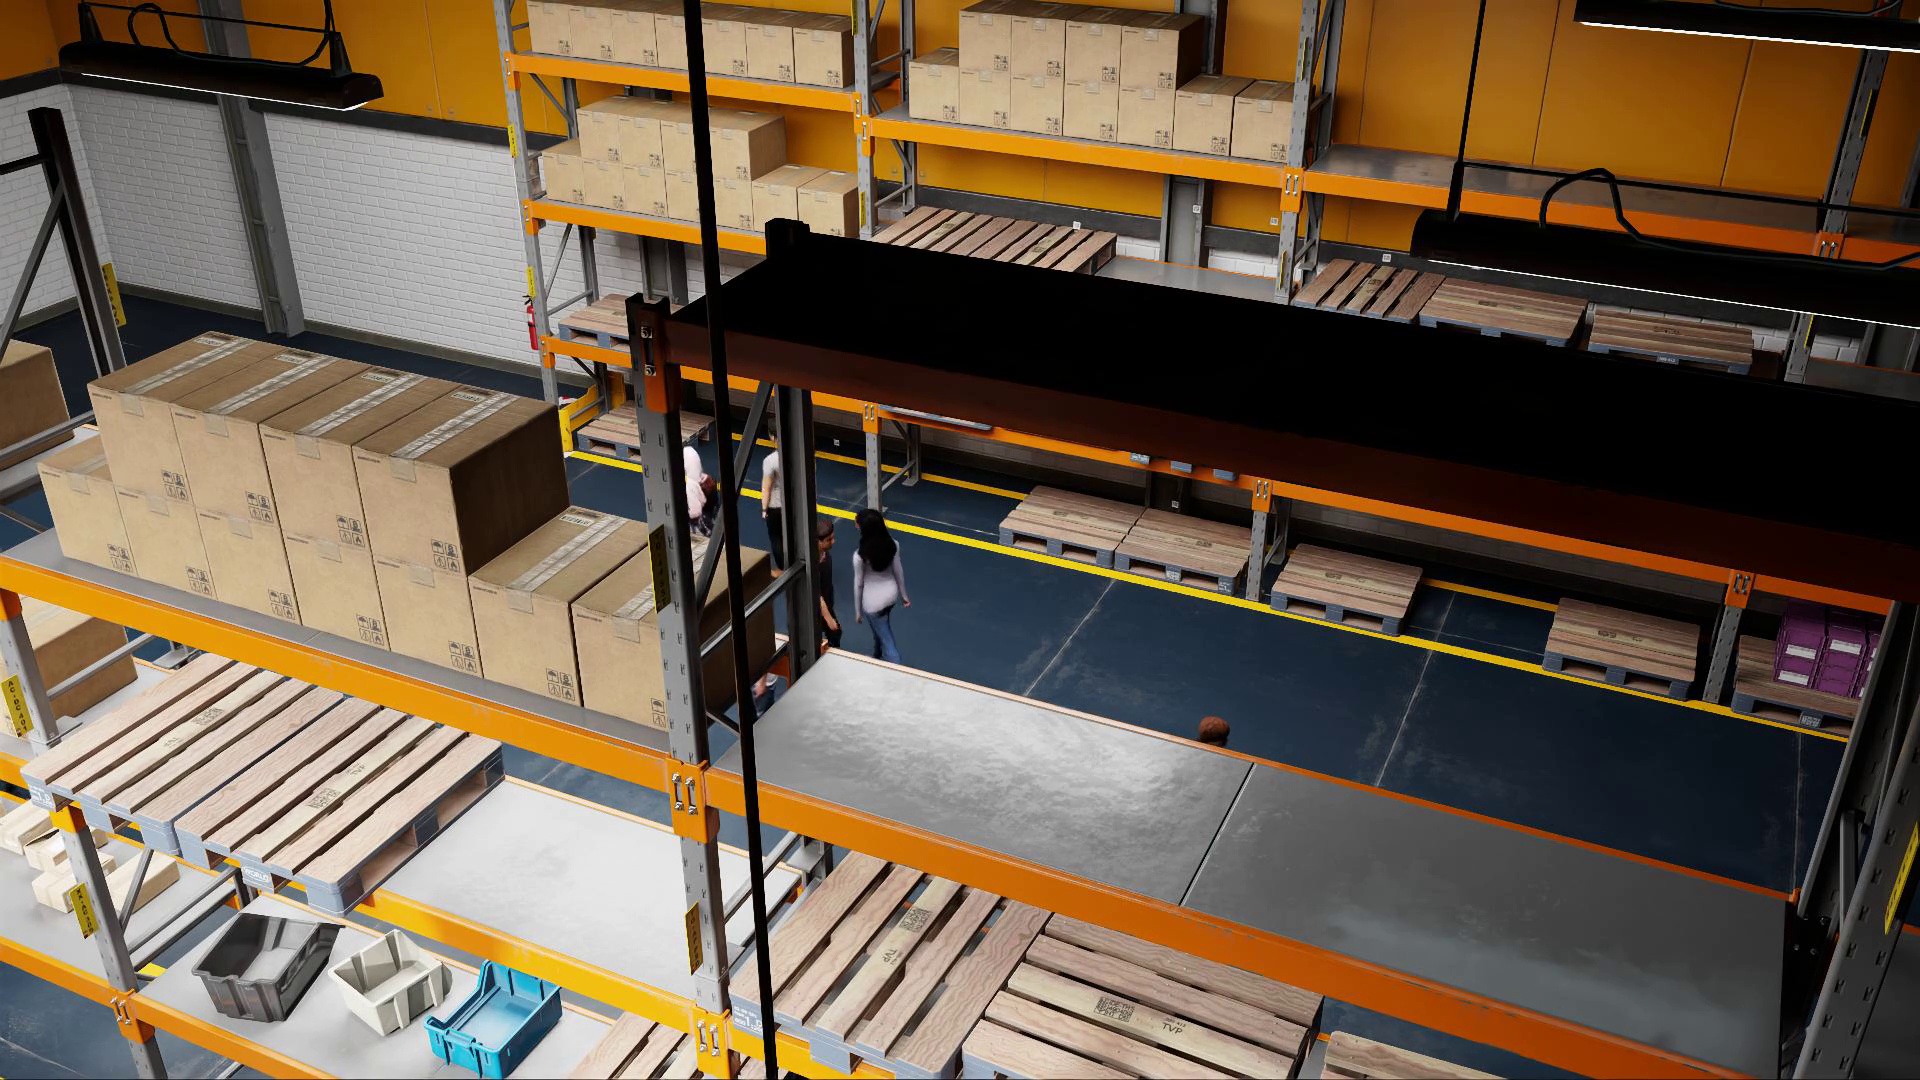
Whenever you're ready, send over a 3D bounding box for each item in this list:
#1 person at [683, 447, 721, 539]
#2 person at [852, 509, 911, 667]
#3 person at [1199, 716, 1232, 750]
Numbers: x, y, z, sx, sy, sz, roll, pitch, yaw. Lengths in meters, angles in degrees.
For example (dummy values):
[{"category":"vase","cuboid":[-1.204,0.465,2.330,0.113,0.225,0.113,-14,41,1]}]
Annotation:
[{"category":"person","cuboid":[-2.339,-0.058,15.024,0.798,1.624,0.863,-21,35,-33]},{"category":"person","cuboid":[-0.614,0.577,13.785,1.024,1.696,1.264,-18,33,-29]},{"category":"person","cuboid":[1.722,1.856,11.697,0.581,1.449,0.585,1,29,2]}]
